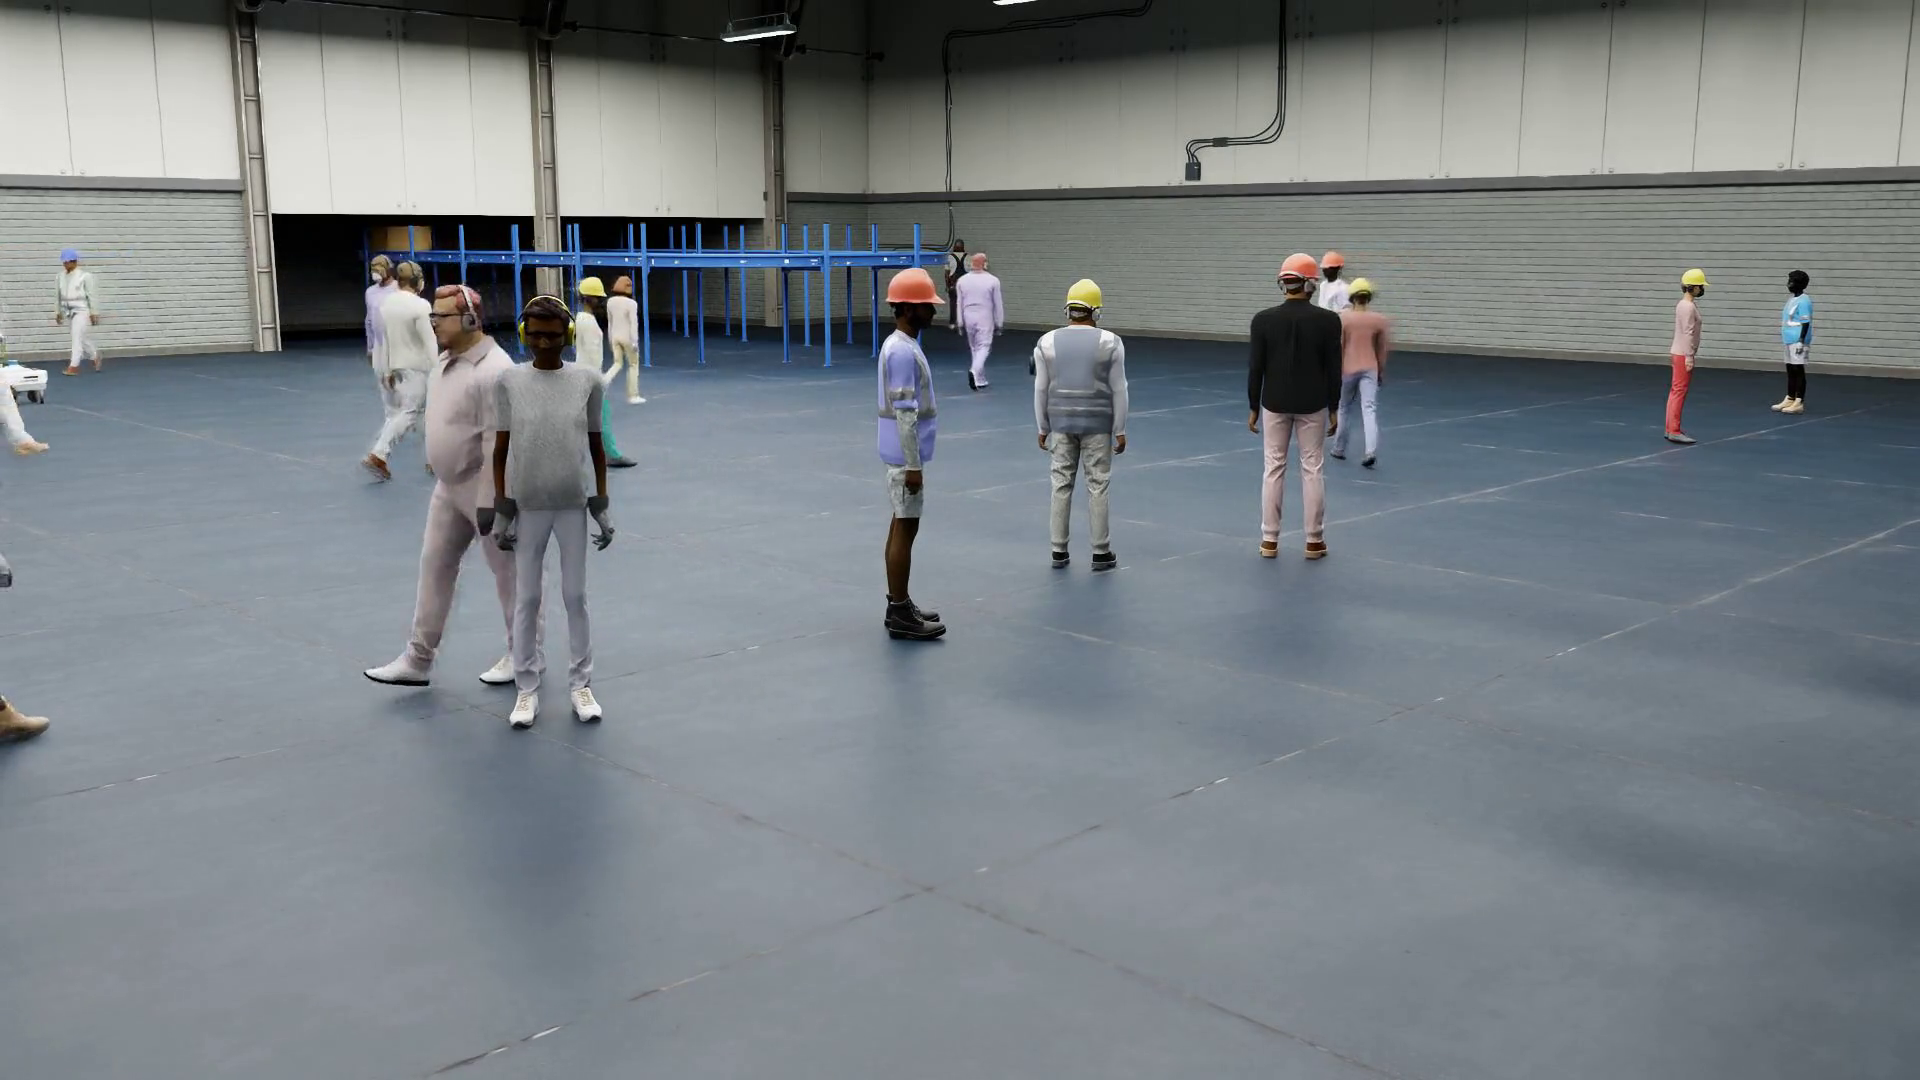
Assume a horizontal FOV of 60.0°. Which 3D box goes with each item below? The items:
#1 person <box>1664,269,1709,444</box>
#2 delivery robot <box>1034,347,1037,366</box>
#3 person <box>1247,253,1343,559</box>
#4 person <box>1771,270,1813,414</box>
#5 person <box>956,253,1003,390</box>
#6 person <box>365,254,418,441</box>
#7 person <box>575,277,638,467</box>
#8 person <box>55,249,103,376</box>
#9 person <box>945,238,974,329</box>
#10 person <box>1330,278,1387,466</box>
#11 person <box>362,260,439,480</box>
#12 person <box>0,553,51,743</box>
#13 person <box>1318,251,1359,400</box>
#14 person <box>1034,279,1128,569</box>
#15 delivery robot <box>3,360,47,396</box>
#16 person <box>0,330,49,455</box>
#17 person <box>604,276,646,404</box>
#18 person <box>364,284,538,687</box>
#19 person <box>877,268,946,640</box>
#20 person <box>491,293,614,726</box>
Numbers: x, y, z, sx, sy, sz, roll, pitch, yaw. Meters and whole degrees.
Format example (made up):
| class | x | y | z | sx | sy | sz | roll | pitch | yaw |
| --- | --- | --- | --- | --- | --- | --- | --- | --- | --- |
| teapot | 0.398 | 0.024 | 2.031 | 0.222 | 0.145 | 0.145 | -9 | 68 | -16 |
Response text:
| class | x | y | z | sx | sy | sz | roll | pitch | yaw |
| --- | --- | --- | --- | --- | --- | --- | --- | --- | --- |
| person | 7.459 | -1.886 | 17.060 | 0.312 | 1.767 | 0.533 | 3 | 11 | 16 |
| delivery robot | 1.316 | -2.812 | 25.277 | 0.477 | 0.478 | 0.707 | 0 | 10 | -2 |
| person | 2.203 | -0.882 | 10.970 | 0.612 | 1.991 | 0.392 | 3 | 11 | 15 |
| person | 9.986 | -2.370 | 19.877 | 0.321 | 1.699 | 0.536 | 1 | 10 | 8 |
| person | 0.263 | -3.018 | 22.945 | 0.648 | 1.875 | 0.855 | 4 | 11 | 22 |
| person | -5.838 | -1.984 | 17.174 | 0.629 | 1.920 | 0.518 | 6 | 12 | 30 |
| person | -3.336 | -1.502 | 15.043 | 0.740 | 1.738 | 0.542 | -3 | 11 | -16 |
| person | -13.545 | -3.510 | 25.532 | 0.621 | 1.915 | 0.909 | 2 | 11 | 12 |
| person | -0.025 | -5.809 | 37.819 | 0.678 | 2.000 | 0.537 | -1 | 10 | -6 |
| person | 3.714 | -1.567 | 15.455 | 0.542 | 1.720 | 0.918 | -1 | 10 | -4 |
| person | -4.843 | -1.488 | 14.543 | 0.643 | 1.904 | 0.959 | 9 | 13 | 39 |
| person | -4.132 | 0.069 | 6.656 | 0.534 | 1.670 | 0.768 | 9 | 14 | 40 |
| person | 4.653 | -2.612 | 20.620 | 0.764 | 1.918 | 0.557 | -3 | 11 | -14 |
| person | 0.779 | -0.736 | 10.608 | 0.601 | 1.831 | 0.404 | 3 | 11 | 17 |
| delivery robot | -11.936 | -2.027 | 20.996 | 0.477 | 0.478 | 0.707 | 7 | 13 | 33 |
| person | -9.394 | -1.689 | 15.931 | 0.976 | 1.793 | 0.646 | -1 | 10 | -5 |
| person | -4.241 | -2.493 | 20.784 | 0.508 | 1.608 | 0.654 | 6 | 12 | 30 |
| person | -2.357 | -0.220 | 7.661 | 0.673 | 1.872 | 0.878 | 9 | 14 | 42 |
| person | -0.256 | -0.459 | 8.812 | 0.361 | 1.938 | 0.545 | -1 | 10 | -5 |
| person | -1.771 | -0.130 | 7.223 | 0.517 | 1.865 | 0.328 | -3 | 11 | -16 |
